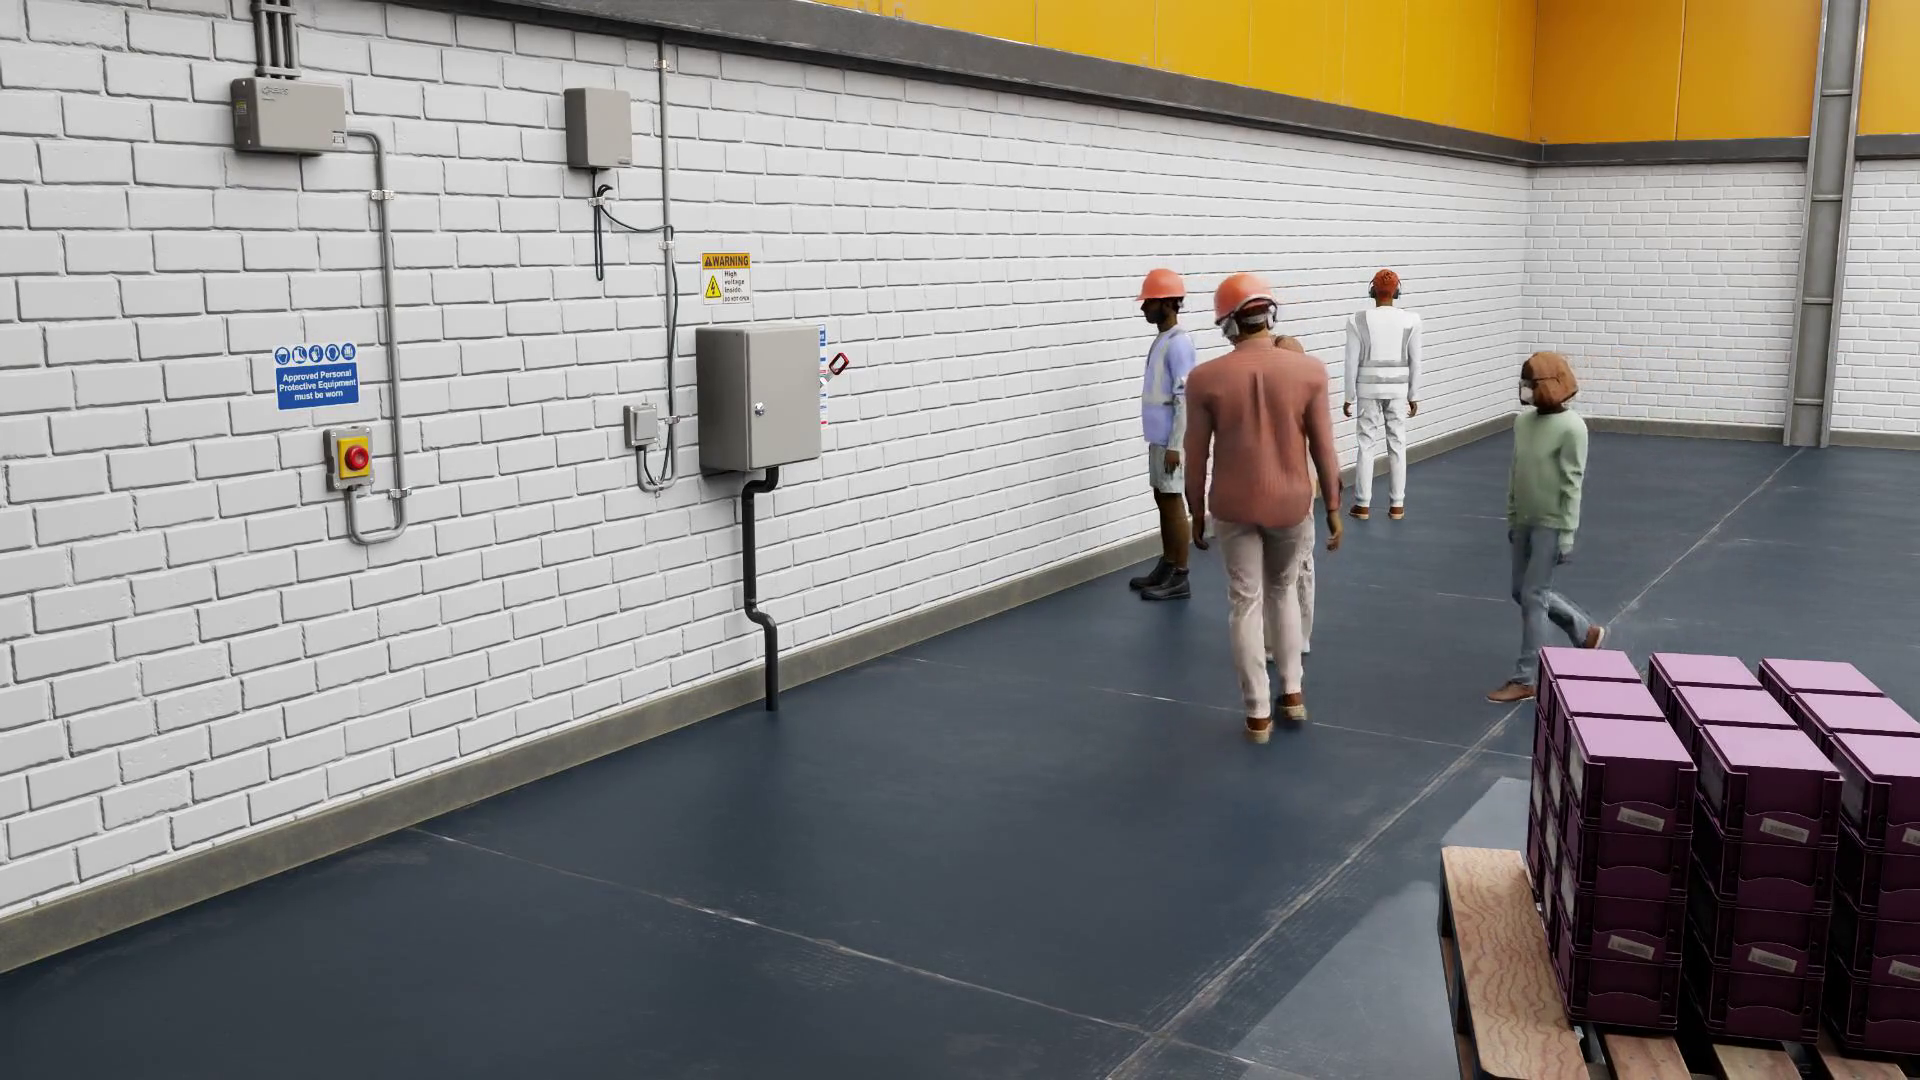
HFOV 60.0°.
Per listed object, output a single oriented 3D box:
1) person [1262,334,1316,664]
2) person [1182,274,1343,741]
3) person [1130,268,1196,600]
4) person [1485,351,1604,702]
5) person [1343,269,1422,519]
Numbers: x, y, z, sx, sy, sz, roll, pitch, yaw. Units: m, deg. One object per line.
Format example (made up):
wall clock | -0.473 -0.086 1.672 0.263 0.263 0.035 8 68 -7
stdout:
person | 1.599 -0.199 8.277 0.515 1.641 0.314 -10 14 -43
person | 1.277 -0.145 7.120 0.669 1.952 0.646 1 10 3
person | 1.185 -0.613 9.753 0.373 1.934 0.551 -1 10 -5
person | 2.729 -0.062 7.616 0.628 1.613 0.503 -3 11 -15
person | 3.175 -1.089 12.541 0.573 1.883 0.356 1 10 4
